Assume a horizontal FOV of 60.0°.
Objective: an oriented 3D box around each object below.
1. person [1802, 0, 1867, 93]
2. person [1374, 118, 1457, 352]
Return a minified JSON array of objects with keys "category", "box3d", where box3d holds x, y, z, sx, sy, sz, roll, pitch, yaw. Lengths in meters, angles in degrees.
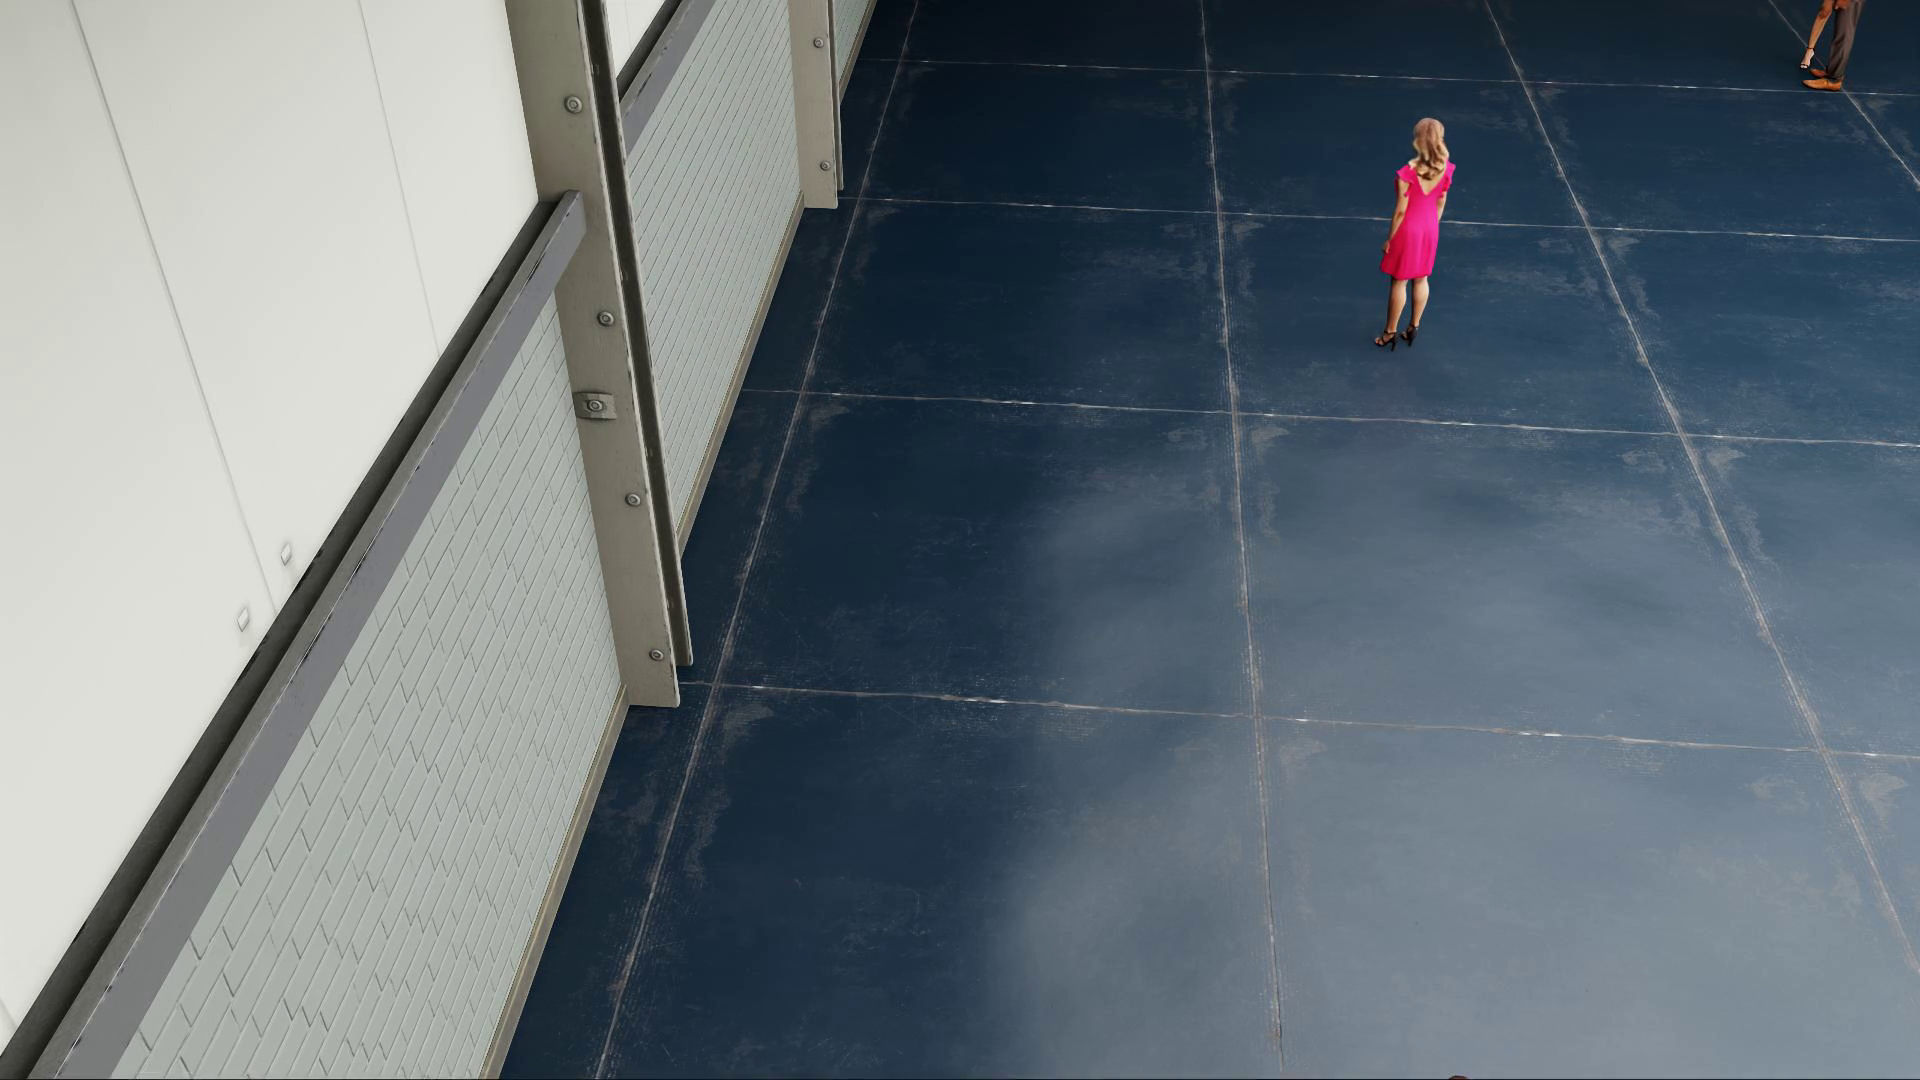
[{"category":"person","box3d":[8.253,-5.096,15.280,0.847,1.907,0.720,22,43,26]},{"category":"person","box3d":[3.180,-2.124,11.628,0.646,1.727,0.655,-11,39,-14]}]
